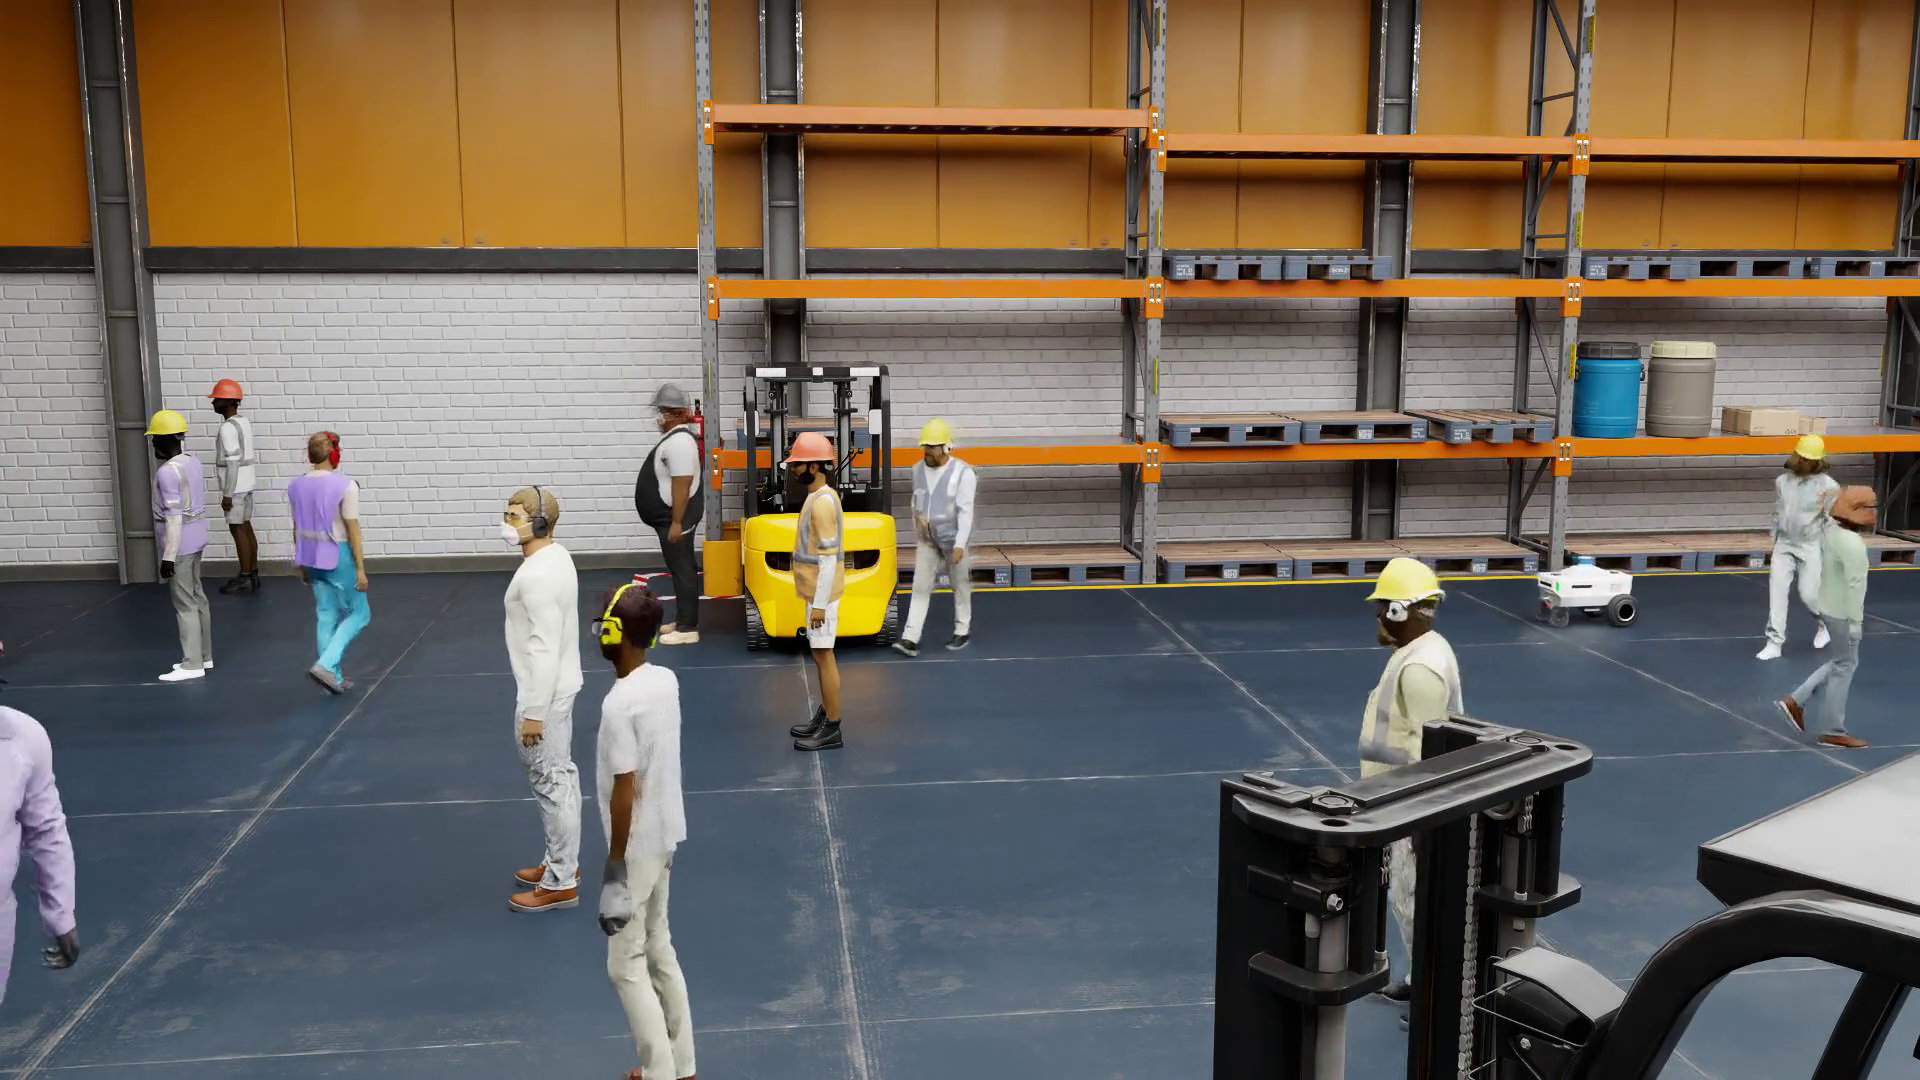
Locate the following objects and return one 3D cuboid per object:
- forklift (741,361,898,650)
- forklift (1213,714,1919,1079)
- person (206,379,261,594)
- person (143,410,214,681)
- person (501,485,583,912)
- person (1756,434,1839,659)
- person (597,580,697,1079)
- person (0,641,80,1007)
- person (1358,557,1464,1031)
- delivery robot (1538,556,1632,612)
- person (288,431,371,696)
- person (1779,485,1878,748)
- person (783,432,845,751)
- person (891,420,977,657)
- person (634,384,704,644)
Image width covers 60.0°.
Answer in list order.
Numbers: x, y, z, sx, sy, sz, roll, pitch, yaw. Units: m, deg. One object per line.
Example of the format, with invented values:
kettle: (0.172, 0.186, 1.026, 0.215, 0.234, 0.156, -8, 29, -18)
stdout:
forklift: (-1.154, -0.340, 13.365, 1.214, 2.155, 2.313, -1, 9, -7)
forklift: (1.441, 1.425, 2.350, 1.214, 2.155, 2.313, -7, 12, -39)
person: (-6.589, -0.483, 15.063, 0.374, 1.937, 0.553, -1, 9, -8)
person: (-5.563, 0.037, 11.839, 0.367, 1.926, 0.594, -1, 9, -8)
person: (-1.905, 0.713, 7.582, 0.360, 1.939, 0.635, -1, 9, -8)
person: (6.346, 0.038, 12.488, 0.708, 1.710, 0.500, -6, 11, -32)
person: (-1.087, 1.080, 5.670, 0.329, 1.840, 0.618, 1, 9, 9)
person: (-3.033, 1.167, 4.978, 0.656, 1.867, 0.663, 6, 11, 32)
person: (1.780, 0.972, 6.431, 0.481, 1.797, 0.624, 2, 9, 15)
delivery robot: (5.140, 0.379, 13.689, 0.707, 0.478, 0.477, -1, 9, -10)
person: (-4.280, 0.175, 11.290, 0.589, 1.827, 0.448, 4, 10, 22)
person: (5.331, 0.464, 10.110, 0.412, 1.620, 0.525, 2, 9, 12)
person: (-0.882, 0.310, 10.108, 0.356, 1.936, 0.551, -1, 9, -8)
person: (-0.174, -0.001, 12.500, 0.605, 1.782, 0.906, 5, 10, 29)
person: (-2.276, -0.210, 13.034, 0.538, 2.000, 0.694, -1, 9, -9)
